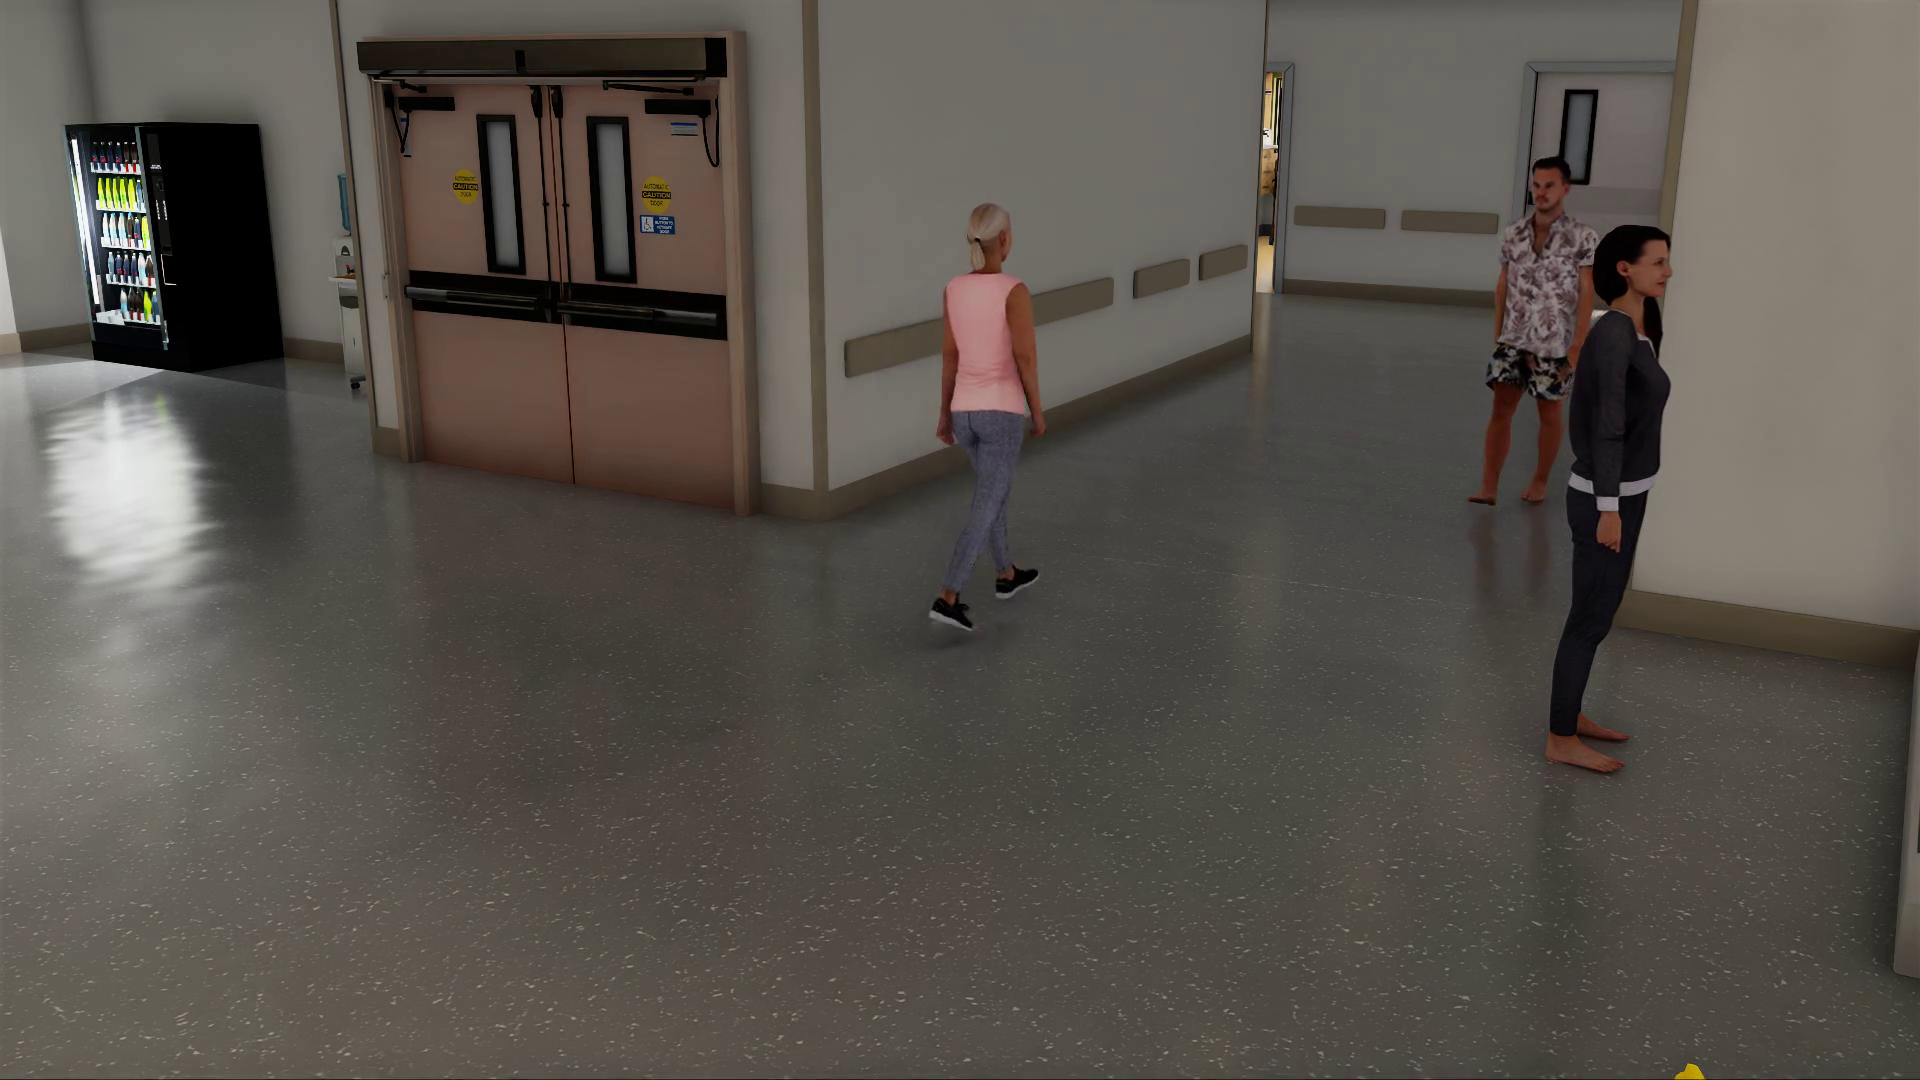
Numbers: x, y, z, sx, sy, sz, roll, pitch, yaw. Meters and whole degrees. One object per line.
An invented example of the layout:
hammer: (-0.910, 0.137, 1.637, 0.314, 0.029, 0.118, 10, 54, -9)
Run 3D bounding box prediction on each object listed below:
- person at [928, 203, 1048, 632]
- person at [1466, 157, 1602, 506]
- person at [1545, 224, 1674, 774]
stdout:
person: (0.071, -0.463, 6.713, 1.089, 1.697, 0.715, 12, 20, 37)
person: (3.057, -1.068, 8.691, 0.932, 1.789, 0.825, 11, 19, 35)
person: (2.121, -0.144, 5.451, 0.533, 1.768, 0.633, 7, 17, 24)
